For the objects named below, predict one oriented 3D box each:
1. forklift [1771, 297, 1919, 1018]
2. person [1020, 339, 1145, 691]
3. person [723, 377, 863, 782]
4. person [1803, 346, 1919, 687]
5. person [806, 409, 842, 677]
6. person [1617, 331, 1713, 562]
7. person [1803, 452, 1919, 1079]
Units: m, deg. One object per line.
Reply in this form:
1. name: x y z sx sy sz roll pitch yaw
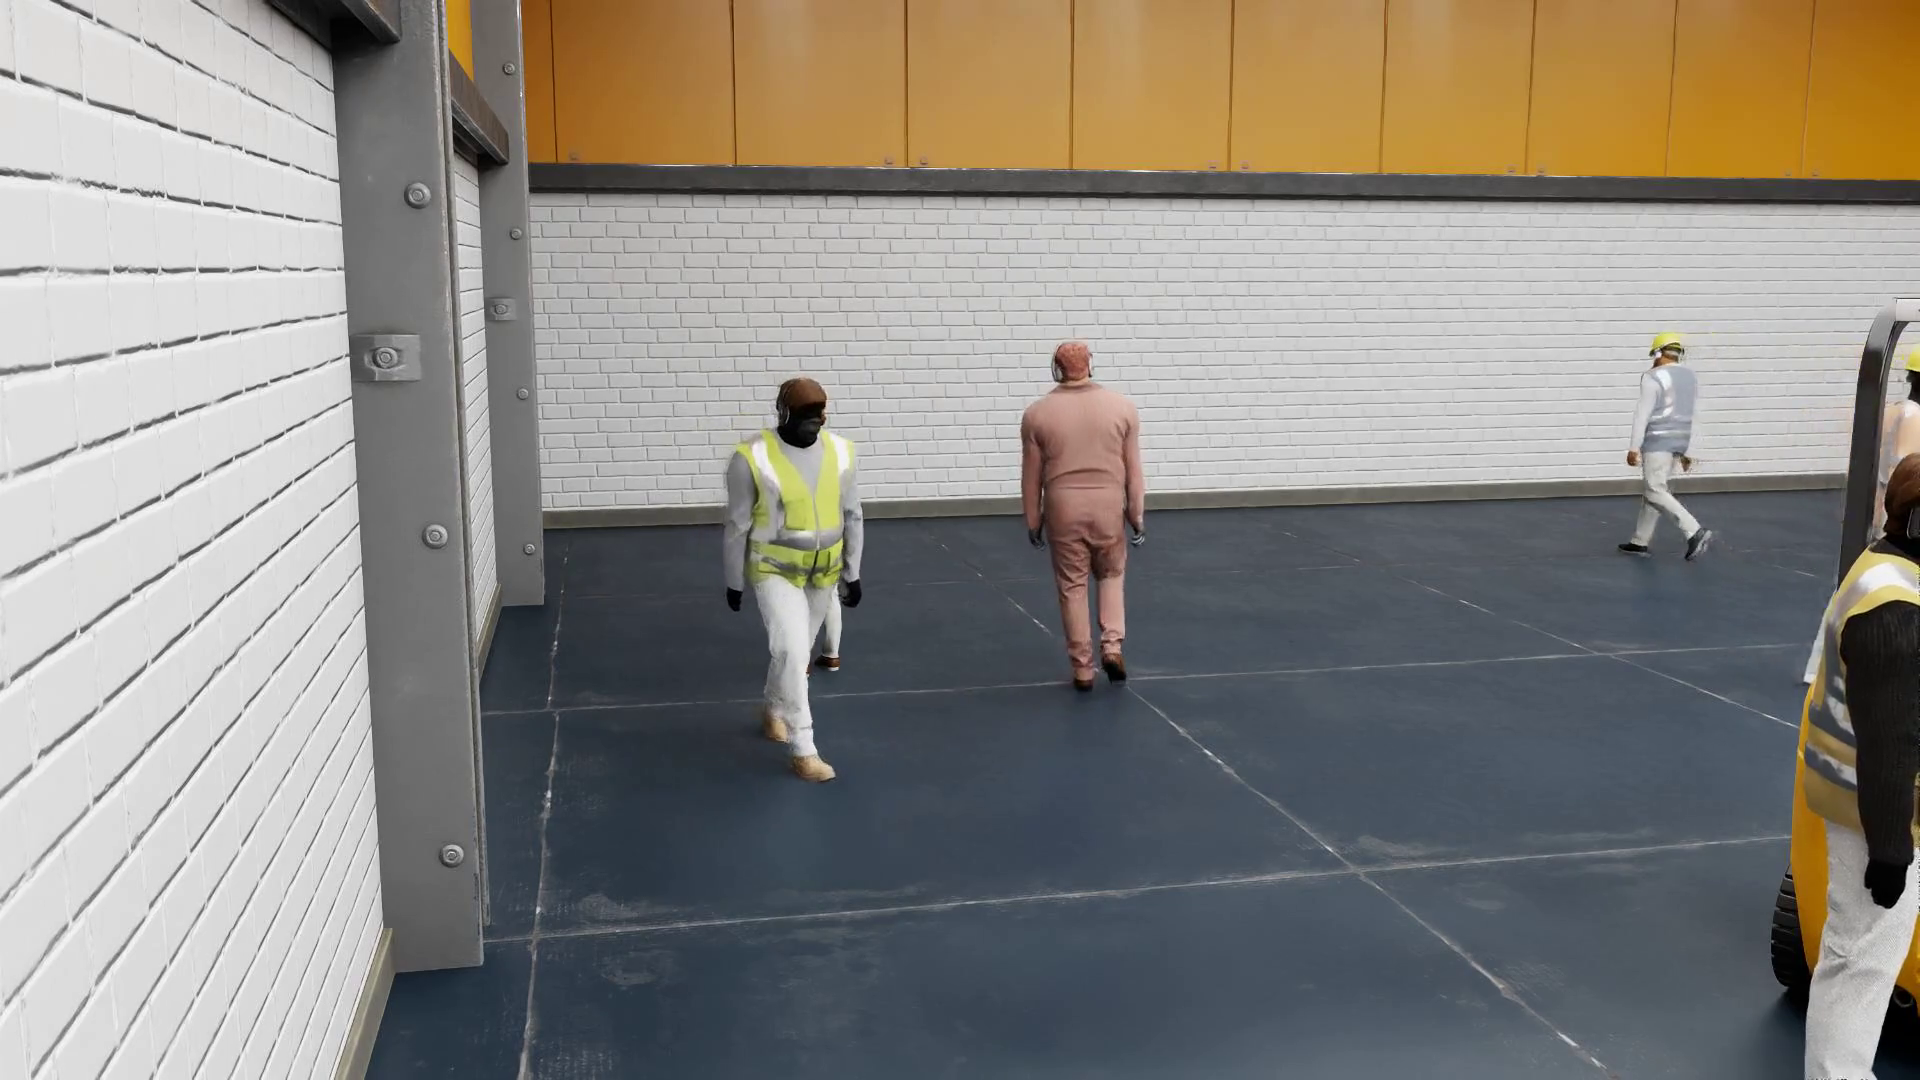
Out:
1. forklift: 3.542 0.334 5.177 2.313 2.155 1.214 -9 13 -43
2. person: 0.653 -0.130 8.941 0.669 1.881 0.435 0 9 0
3. person: -0.788 0.134 7.646 0.626 1.795 0.947 -6 11 -33
4. person: 4.992 -0.089 8.721 0.962 1.871 0.639 2 10 14
5. person: -0.853 -0.053 9.237 0.499 1.633 0.286 -9 13 -43
6. person: 5.508 -0.716 12.845 0.619 1.779 0.776 -6 11 -34
7. person: 2.346 0.683 4.162 0.430 1.835 0.621 6 11 31
